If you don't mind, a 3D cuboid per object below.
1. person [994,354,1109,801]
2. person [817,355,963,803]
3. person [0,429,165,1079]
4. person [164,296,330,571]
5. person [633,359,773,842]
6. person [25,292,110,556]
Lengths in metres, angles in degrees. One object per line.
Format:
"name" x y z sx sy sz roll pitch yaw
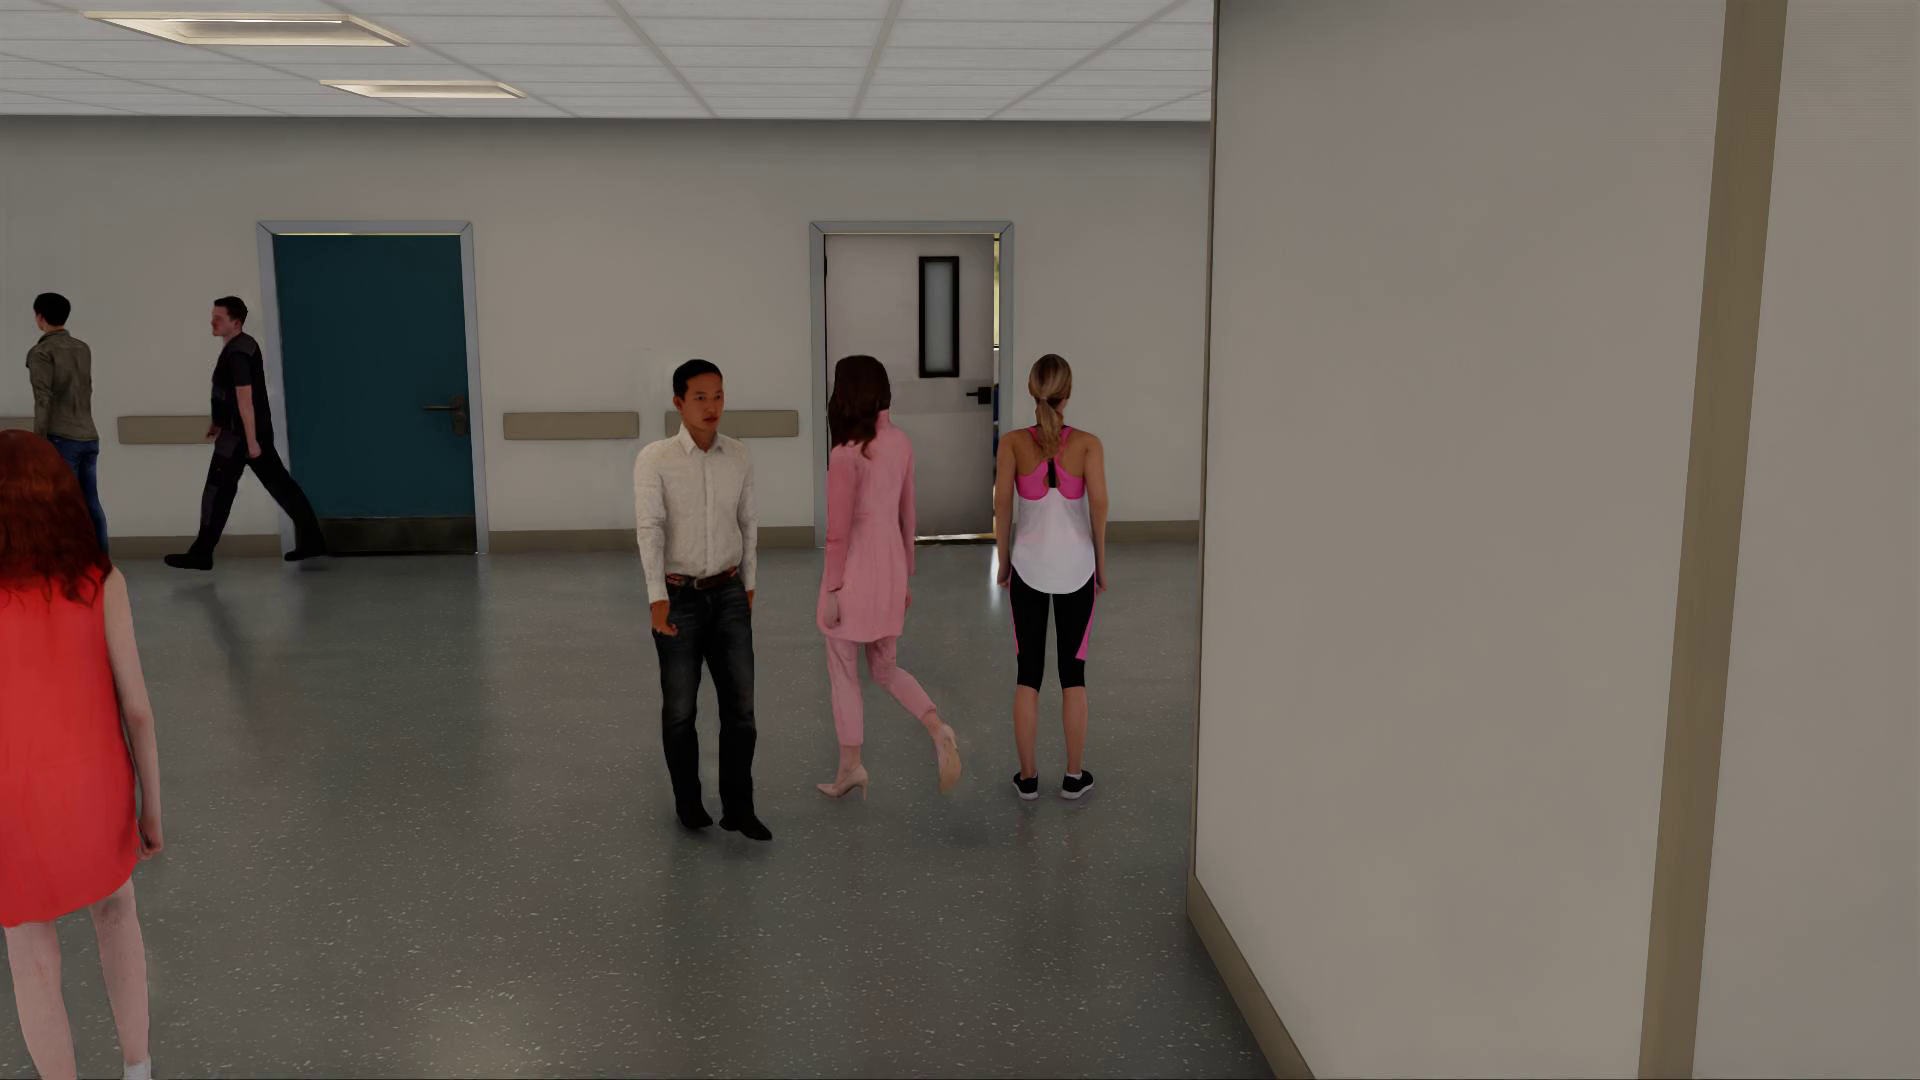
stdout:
"person" 0.363 0.152 6.630 0.524 1.788 0.702 1 11 6
"person" -0.299 0.200 6.392 1.051 1.783 0.993 9 14 39
"person" -2.086 0.669 3.835 0.689 1.814 0.776 -8 13 -36
"person" -4.588 -0.665 10.932 1.258 1.791 0.822 -2 11 -12
"person" -1.032 0.216 6.291 0.893 1.789 0.895 -5 12 -25
"person" -5.679 -0.641 10.602 0.654 1.867 0.753 1 11 7
